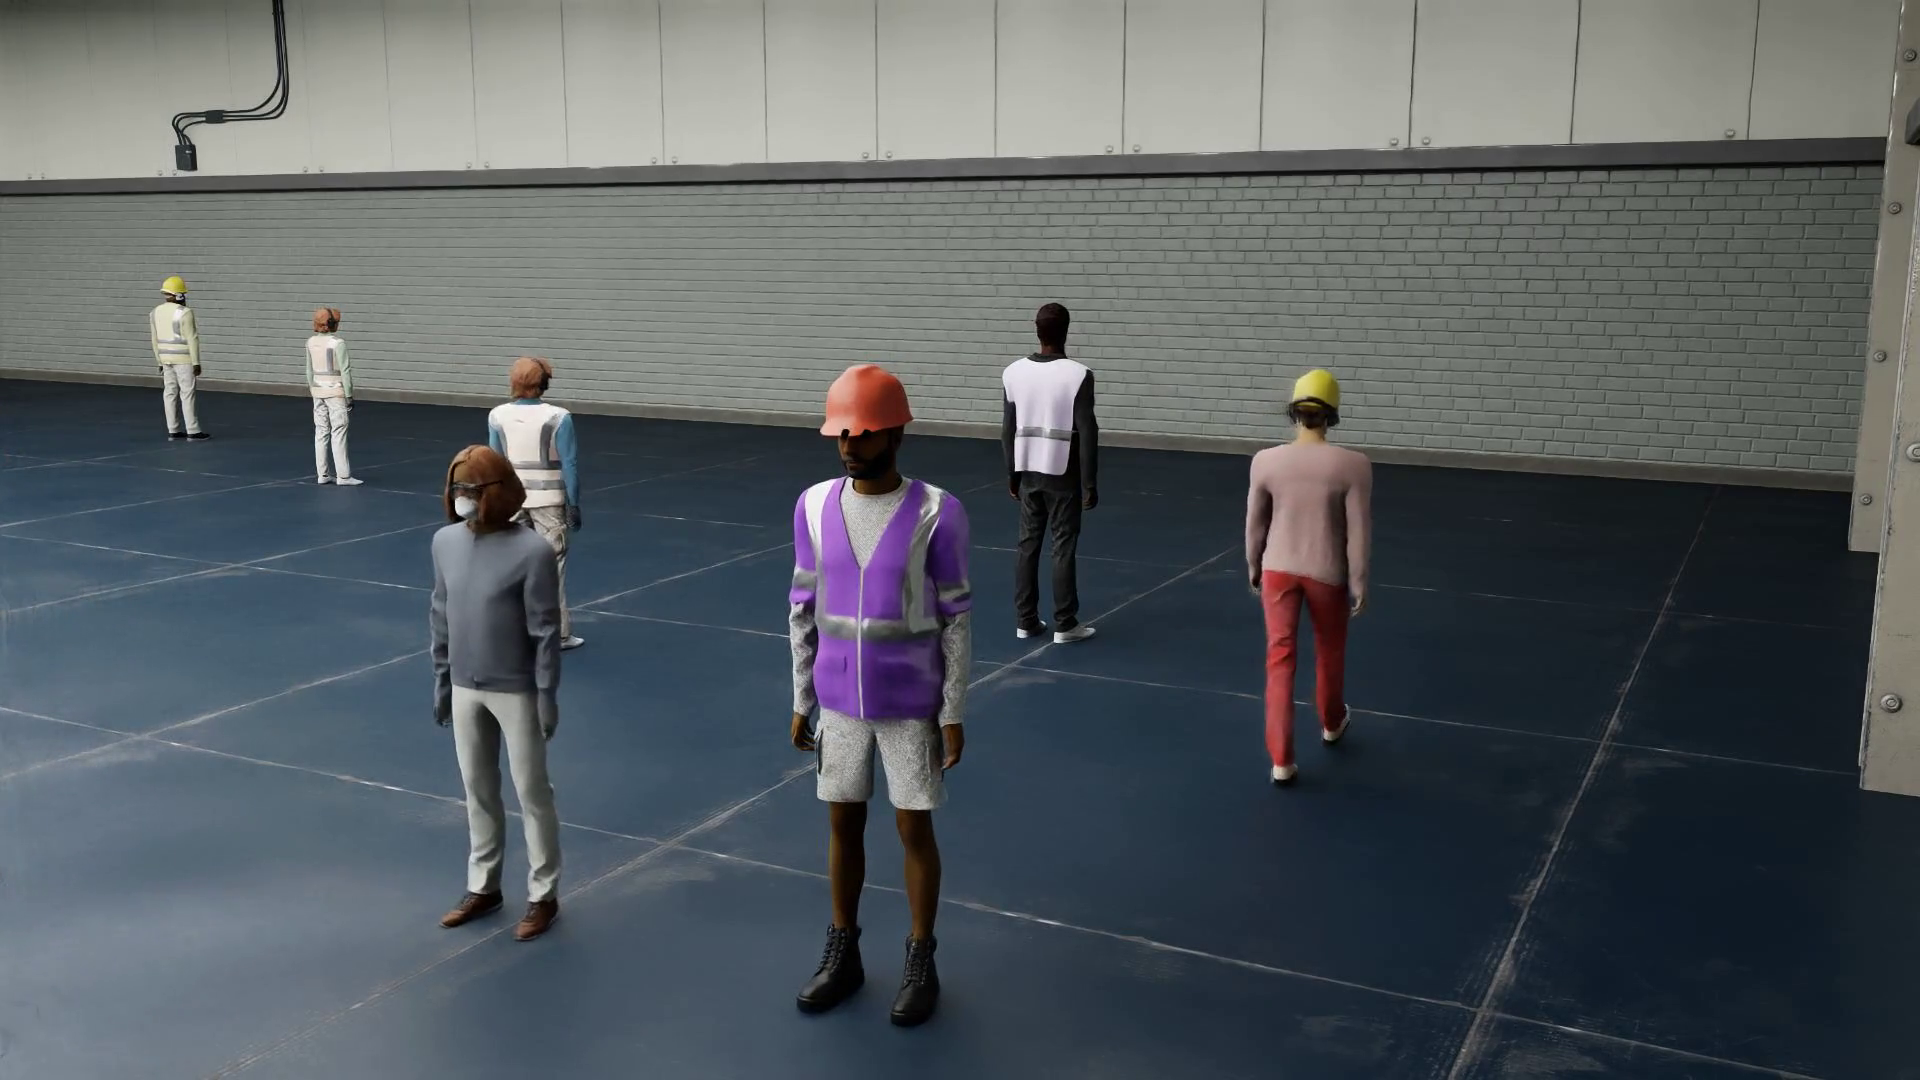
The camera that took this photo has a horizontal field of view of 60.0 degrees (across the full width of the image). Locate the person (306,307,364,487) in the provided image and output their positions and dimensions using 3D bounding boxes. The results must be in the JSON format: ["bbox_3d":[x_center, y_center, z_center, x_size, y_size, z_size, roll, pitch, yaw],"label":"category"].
[{"bbox_3d":[-5.772,-1.308,15.272,0.523,1.639,0.306,6,12,28],"label":"person"}]

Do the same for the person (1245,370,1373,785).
[{"bbox_3d":[1.503,0.132,7.165,0.551,1.717,0.882,4,11,21],"label":"person"}]

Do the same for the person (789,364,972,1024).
[{"bbox_3d":[-0.247,0.458,4.831,0.551,1.935,0.375,3,11,18],"label":"person"}]

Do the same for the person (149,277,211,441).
[{"bbox_3d":[-8.732,-2.018,18.610,0.589,1.835,0.404,4,11,21],"label":"person"}]

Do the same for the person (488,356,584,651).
[{"bbox_3d":[-2.341,-0.189,9.177,0.541,1.637,0.312,2,11,12],"label":"person"}]

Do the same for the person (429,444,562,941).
[{"bbox_3d":[-1.527,0.495,5.460,0.498,1.632,0.280,4,11,23],"label":"person"}]

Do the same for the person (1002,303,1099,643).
[{"bbox_3d":[0.510,-0.373,9.406,0.597,1.920,0.379,7,13,34],"label":"person"}]
